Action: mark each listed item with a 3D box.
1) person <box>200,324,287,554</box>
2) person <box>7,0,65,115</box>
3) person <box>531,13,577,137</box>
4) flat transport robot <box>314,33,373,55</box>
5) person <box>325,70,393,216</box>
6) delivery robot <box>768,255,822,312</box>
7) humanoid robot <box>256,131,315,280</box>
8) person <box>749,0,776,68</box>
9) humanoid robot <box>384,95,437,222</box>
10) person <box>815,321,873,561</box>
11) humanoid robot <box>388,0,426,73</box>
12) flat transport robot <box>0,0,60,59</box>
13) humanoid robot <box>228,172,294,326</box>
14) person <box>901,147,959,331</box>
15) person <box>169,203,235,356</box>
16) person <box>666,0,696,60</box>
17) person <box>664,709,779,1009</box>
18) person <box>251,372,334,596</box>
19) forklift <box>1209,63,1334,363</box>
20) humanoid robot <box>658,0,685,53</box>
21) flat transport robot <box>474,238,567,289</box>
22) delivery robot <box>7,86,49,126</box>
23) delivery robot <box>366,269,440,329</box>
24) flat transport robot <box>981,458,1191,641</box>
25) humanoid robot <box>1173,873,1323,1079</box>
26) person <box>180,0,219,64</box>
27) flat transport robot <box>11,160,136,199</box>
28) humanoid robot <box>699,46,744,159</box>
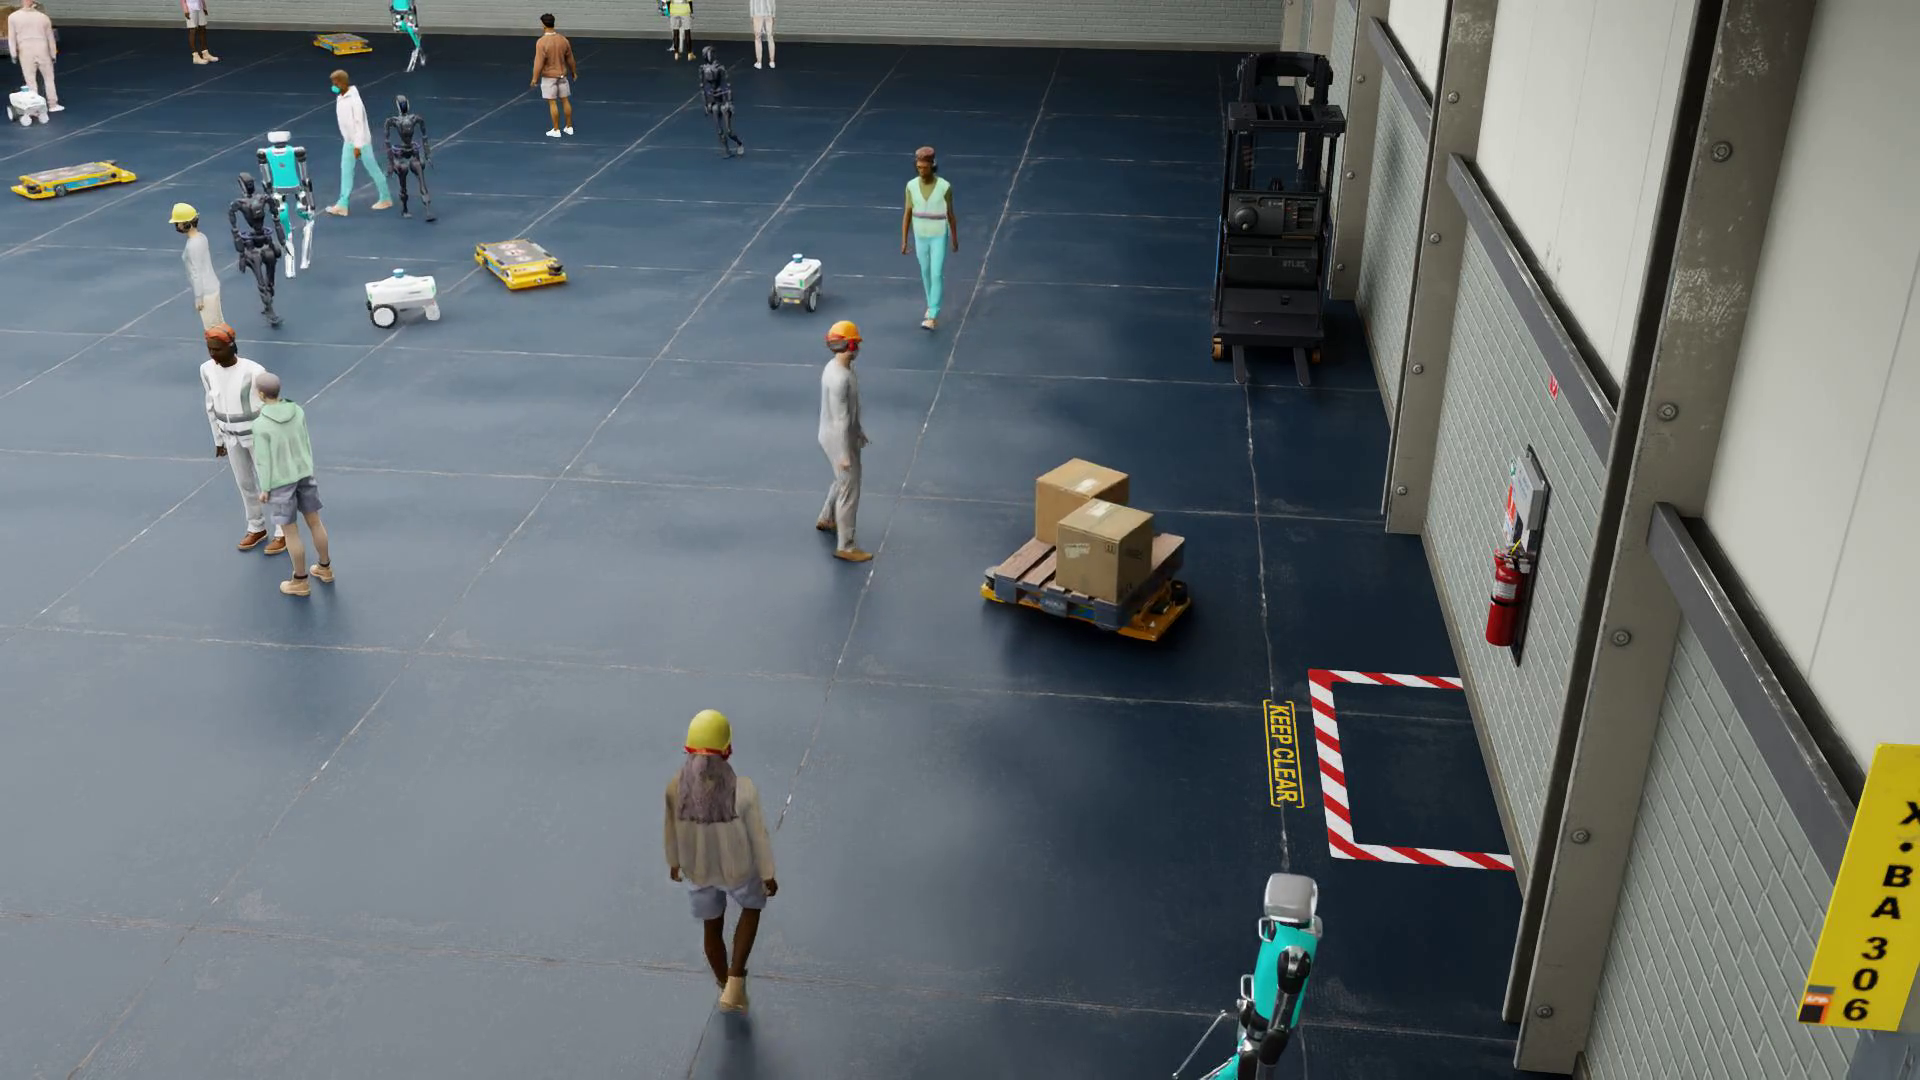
[{"bbox_3d":[-5.552,-0.786,12.920,0.564,1.878,0.352,6,27,12],"label":"person"},{"bbox_3d":[-15.188,-7.943,27.214,0.777,1.870,0.413,-14,30,-26],"label":"person"},{"bbox_3d":[-6.256,-7.184,25.707,0.382,1.853,0.804,23,35,38],"label":"person"},{"bbox_3d":[-12.060,-9.688,32.479,0.659,0.231,1.431,-19,32,-33],"label":"flat transport robot"},{"bbox_3d":[-7.931,-5.176,21.695,0.500,1.860,0.988,18,31,31],"label":"person"},{"bbox_3d":[-1.808,-2.875,18.560,0.499,0.596,0.775,6,27,12],"label":"delivery robot"},{"bbox_3d":[-7.747,-3.911,19.307,0.531,1.756,0.913,-7,27,-13],"label":"humanoid robot"},{"bbox_3d":[-3.622,-9.649,30.623,0.494,1.870,0.402,-10,28,-19],"label":"person"},{"bbox_3d":[-7.099,-4.913,21.421,0.587,1.621,0.777,-17,31,-31],"label":"humanoid robot"},{"bbox_3d":[-0.938,-0.769,12.911,0.455,1.857,0.640,1,27,2],"label":"person"},{"bbox_3d":[-10.053,-9.541,30.580,0.530,1.773,0.985,7,27,13],"label":"humanoid robot"},{"bbox_3d":[-18.185,-9.454,32.011,1.431,0.231,0.659,12,29,22],"label":"flat transport robot"},{"bbox_3d":[-7.466,-3.128,17.848,0.735,1.632,0.589,21,33,36],"label":"humanoid robot"},{"bbox_3d":[-0.338,-3.192,17.656,0.548,1.928,0.993,7,27,14],"label":"person"},{"bbox_3d":[-7.449,-2.444,16.355,0.337,1.756,0.516,-7,27,-14],"label":"person"},{"bbox_3d":[-5.261,-9.913,31.332,0.533,1.696,0.318,4,27,8],"label":"person"},{"bbox_3d":[-1.185,1.620,8.244,0.575,1.752,0.441,3,27,5],"label":"person"},{"bbox_3d":[-4.964,-0.418,12.328,0.347,1.742,0.470,14,30,26],"label":"person"},{"bbox_3d":[3.241,-3.477,17.183,1.129,2.768,1.873,3,27,6],"label":"forklift"},{"bbox_3d":[-5.477,-10.260,31.978,0.569,1.780,0.832,9,28,17],"label":"humanoid robot"},{"bbox_3d":[-5.223,-3.282,19.691,0.659,0.231,1.431,-15,30,-28],"label":"flat transport robot"},{"bbox_3d":[-15.031,-7.001,26.816,0.785,0.614,0.513,23,35,38],"label":"delivery robot"},{"bbox_3d":[-6.076,-2.652,18.088,0.756,0.571,0.499,-10,28,-20],"label":"delivery robot"},{"bbox_3d":[0.935,0.379,12.383,1.431,0.231,0.659,14,30,26],"label":"flat transport robot"},{"bbox_3d":[1.068,2.226,7.164,0.827,1.873,0.549,4,27,7],"label":"humanoid robot"},{"bbox_3d":[-14.250,-9.932,31.003,0.401,2.035,0.604,7,27,13],"label":"person"},{"bbox_3d":[-12.341,-5.015,23.150,0.659,0.231,1.431,21,33,36],"label":"flat transport robot"},{"bbox_3d":[-3.494,-6.439,24.433,0.619,1.625,0.506,14,30,26],"label":"humanoid robot"}]
